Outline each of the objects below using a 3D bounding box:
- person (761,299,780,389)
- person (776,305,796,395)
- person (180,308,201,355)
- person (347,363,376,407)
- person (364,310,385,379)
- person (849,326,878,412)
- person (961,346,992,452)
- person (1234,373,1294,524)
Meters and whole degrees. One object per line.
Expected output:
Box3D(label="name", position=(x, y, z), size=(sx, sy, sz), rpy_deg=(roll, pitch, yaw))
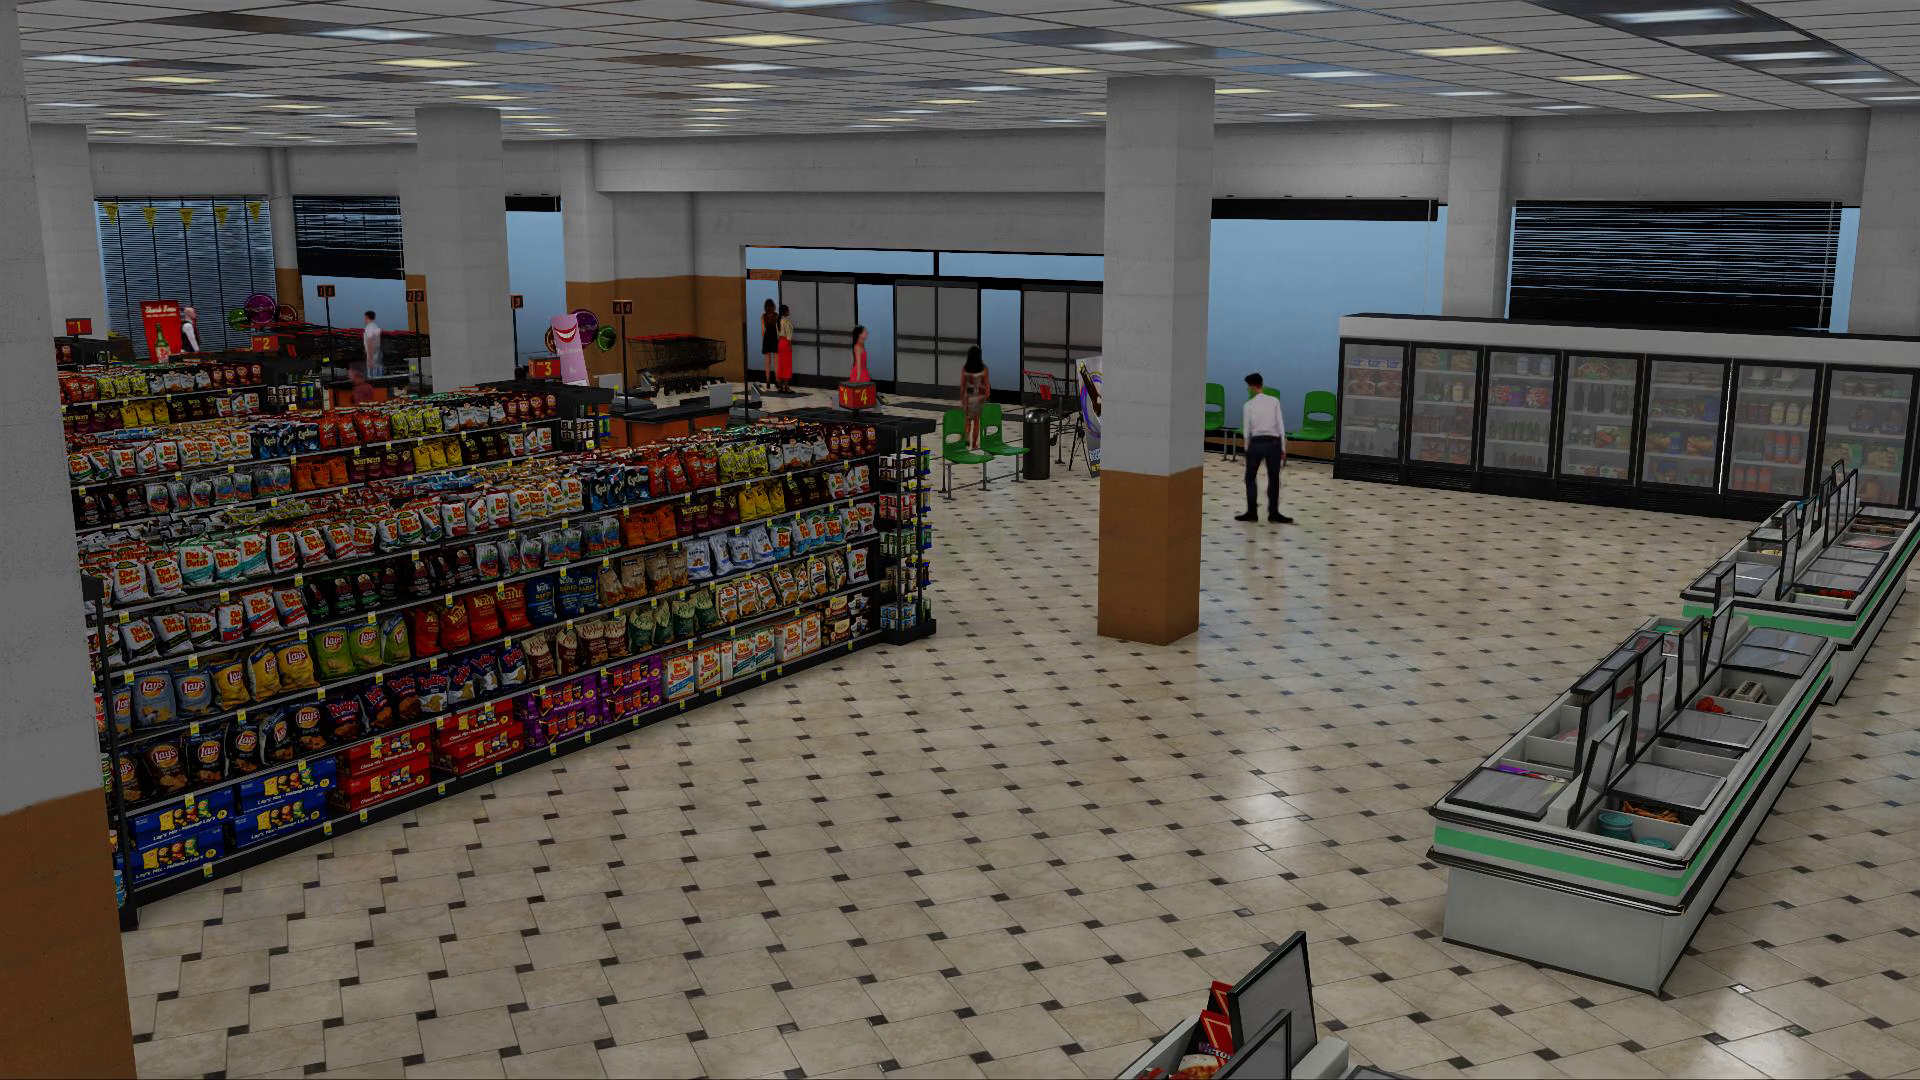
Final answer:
Box3D(label="person", position=(-3.884, -4.038, 34.258), size=(0.669, 1.835, 0.696), rpy_deg=(0, 12, 0))
Box3D(label="person", position=(-3.511, -3.819, 33.319), size=(0.617, 1.793, 0.647), rpy_deg=(-9, 15, -38))
Box3D(label="person", position=(-14.882, -3.520, 31.947), size=(1.351, 1.773, 1.154), rpy_deg=(-5, 13, -23))
Box3D(label="person", position=(-7.743, -1.418, 21.883), size=(0.964, 1.807, 0.931), rpy_deg=(2, 12, 8))
Box3D(label="person", position=(-10.874, -3.353, 31.053), size=(0.976, 1.815, 0.881), rpy_deg=(-1, 12, -6))
Box3D(label="person", position=(-1.829, -2.844, 28.893), size=(0.934, 1.708, 0.886), rpy_deg=(-2, 12, -8))
Box3D(label="person", position=(0.219, -2.206, 26.045), size=(0.756, 1.634, 0.775), rpy_deg=(2, 12, 12))
Box3D(label="person", position=(3.786, -1.121, 20.394), size=(0.917, 1.840, 0.783), rpy_deg=(5, 13, 22))
